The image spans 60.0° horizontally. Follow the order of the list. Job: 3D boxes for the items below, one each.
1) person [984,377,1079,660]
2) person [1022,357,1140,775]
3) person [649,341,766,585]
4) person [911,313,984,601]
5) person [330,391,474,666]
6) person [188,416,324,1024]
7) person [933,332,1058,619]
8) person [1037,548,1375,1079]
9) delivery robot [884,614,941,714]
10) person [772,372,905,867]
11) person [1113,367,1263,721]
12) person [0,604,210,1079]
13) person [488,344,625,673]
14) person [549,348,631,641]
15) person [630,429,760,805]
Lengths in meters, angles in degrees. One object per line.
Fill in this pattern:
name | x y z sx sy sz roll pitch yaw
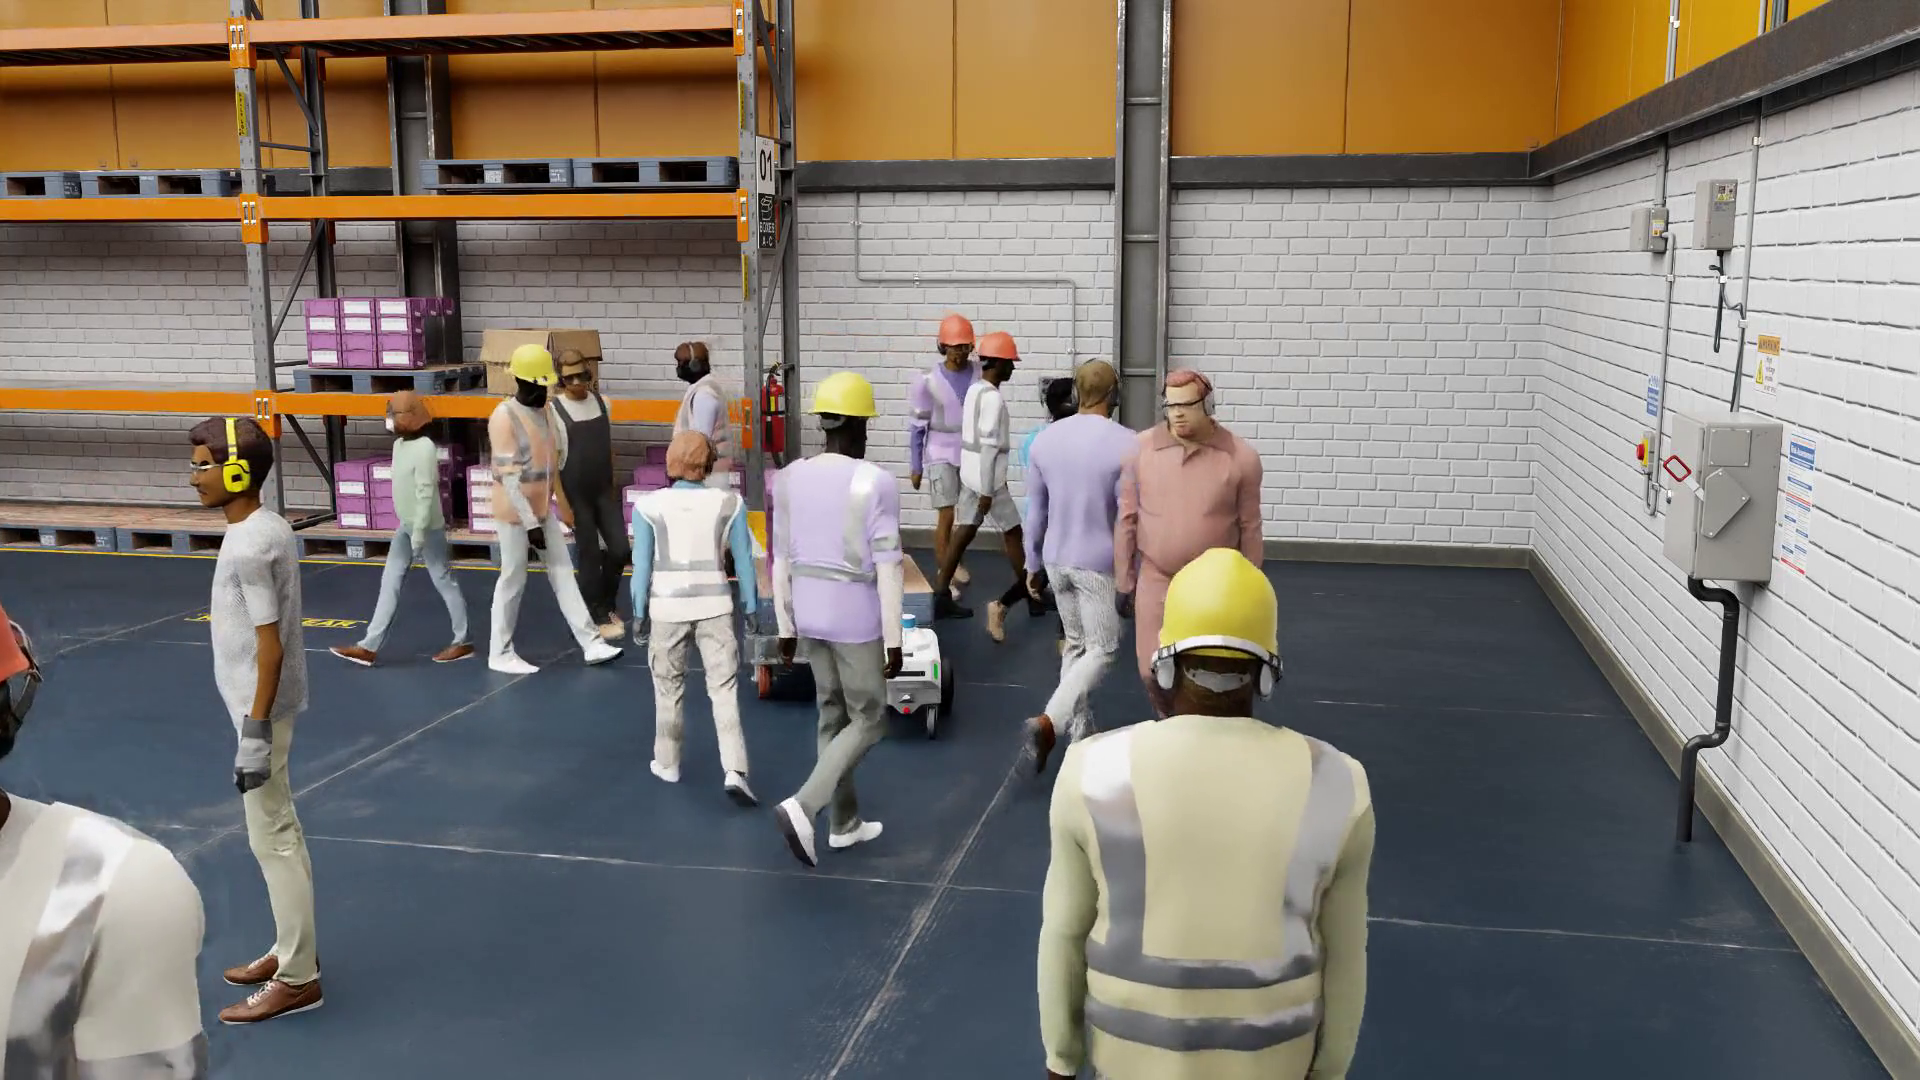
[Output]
person | 0.494 -0.122 9.733 0.645 1.681 0.529 9 13 43
person | 0.513 0.141 7.491 0.675 1.909 0.736 8 12 40
person | -1.772 -0.516 11.800 0.981 1.791 0.630 -2 10 -12
person | -0.046 -0.574 11.512 0.630 1.996 0.701 -3 10 -20
person | -3.192 -0.050 9.528 0.825 1.585 0.523 -8 12 -41
person | -2.178 0.547 5.132 0.316 1.867 0.531 -3 10 -19
person | 0.229 -0.410 10.855 0.975 1.882 0.559 -3 10 -16
person | 0.438 0.928 2.999 0.595 1.819 0.639 0 9 2
delivery robot | -0.274 0.618 8.368 0.477 0.478 0.707 0 9 -3
person | -0.504 0.318 6.367 0.609 1.911 0.649 6 11 33
person | 1.008 0.173 7.344 0.658 1.879 0.671 2 10 13
person | -1.251 0.986 2.134 0.629 1.987 1.040 1 9 4
person | -2.331 -0.152 9.341 0.830 1.877 0.609 3 10 17
person | -2.274 -0.259 10.118 0.392 1.817 0.557 9 13 43
person | -1.138 0.334 7.215 0.560 1.609 0.732 -3 10 -15
